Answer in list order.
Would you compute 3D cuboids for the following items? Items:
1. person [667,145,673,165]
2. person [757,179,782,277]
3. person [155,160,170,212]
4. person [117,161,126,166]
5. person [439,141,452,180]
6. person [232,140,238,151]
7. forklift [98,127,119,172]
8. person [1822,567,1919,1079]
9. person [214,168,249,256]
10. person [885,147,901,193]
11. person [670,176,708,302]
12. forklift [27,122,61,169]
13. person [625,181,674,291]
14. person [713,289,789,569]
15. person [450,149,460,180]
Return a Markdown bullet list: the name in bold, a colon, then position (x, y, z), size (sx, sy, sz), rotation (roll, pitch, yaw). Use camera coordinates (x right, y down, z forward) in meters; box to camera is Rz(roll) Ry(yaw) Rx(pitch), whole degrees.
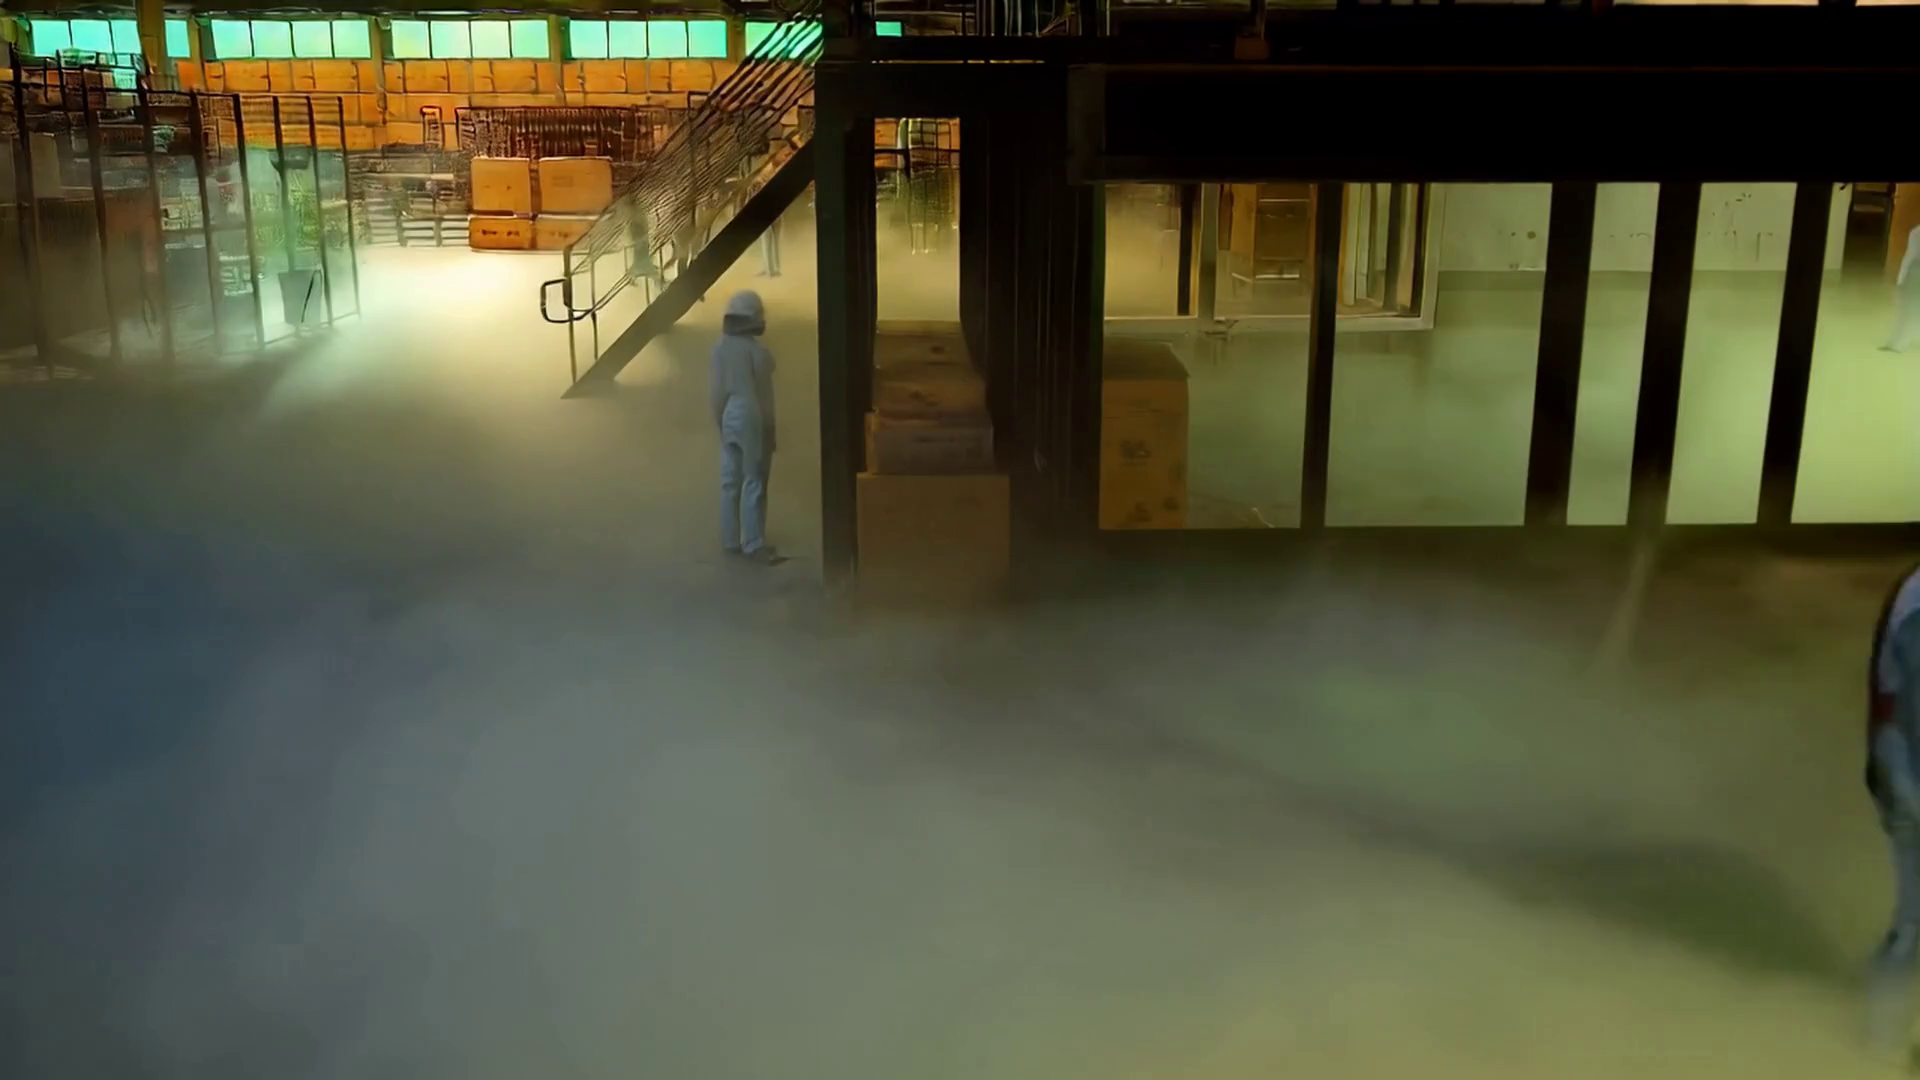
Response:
- **person**: position (-14.996, -19.426, 85.144), size (0.681, 1.806, 0.615), rotation (-1, 14, -5)
- **person**: position (-3.500, -5.696, 30.358), size (0.534, 1.767, 0.318), rotation (8, 16, 29)
- **person**: position (-24.810, -10.968, 51.698), size (0.283, 1.633, 0.498), rotation (2, 14, 9)
- **person**: position (-31.973, -14.078, 63.511), size (0.376, 1.939, 0.547), rotation (-8, 16, -29)
- **person**: position (-25.063, -18.453, 80.992), size (0.604, 1.942, 0.402), rotation (-8, 16, -30)
- **person**: position (-34.109, -17.823, 78.364), size (0.396, 1.992, 0.619), rotation (-6, 15, -23)
- **forklift**: position (-37.569, -17.061, 73.524), size (1.129, 2.768, 1.873), rotation (-10, 17, -34)
- **person**: position (2.746, 0.666, 4.602), size (0.451, 1.923, 0.635), rotation (11, 18, 38)
- **person**: position (-15.030, -6.656, 34.003), size (0.987, 1.872, 0.605), rotation (0, 14, 1)
- **person**: position (-2.703, -14.921, 66.966), size (0.659, 1.893, 0.620), rotation (-2, 14, -8)
- **person**: position (-4.220, -4.697, 25.978), size (0.607, 1.957, 0.389), rotation (-3, 14, -11)
- **forklift**: position (-35.376, -14.773, 64.377), size (1.129, 2.768, 1.873), rotation (-1, 14, -2)
- **person**: position (-5.226, -5.077, 27.823), size (0.964, 1.792, 0.539), rotation (-10, 17, -34)
- **person**: position (-1.319, -0.689, 10.395), size (0.492, 1.743, 0.295), rotation (12, 18, 39)
- **person**: position (-20.821, -15.174, 68.294), size (0.852, 1.725, 0.551), rotation (-3, 14, -10)
